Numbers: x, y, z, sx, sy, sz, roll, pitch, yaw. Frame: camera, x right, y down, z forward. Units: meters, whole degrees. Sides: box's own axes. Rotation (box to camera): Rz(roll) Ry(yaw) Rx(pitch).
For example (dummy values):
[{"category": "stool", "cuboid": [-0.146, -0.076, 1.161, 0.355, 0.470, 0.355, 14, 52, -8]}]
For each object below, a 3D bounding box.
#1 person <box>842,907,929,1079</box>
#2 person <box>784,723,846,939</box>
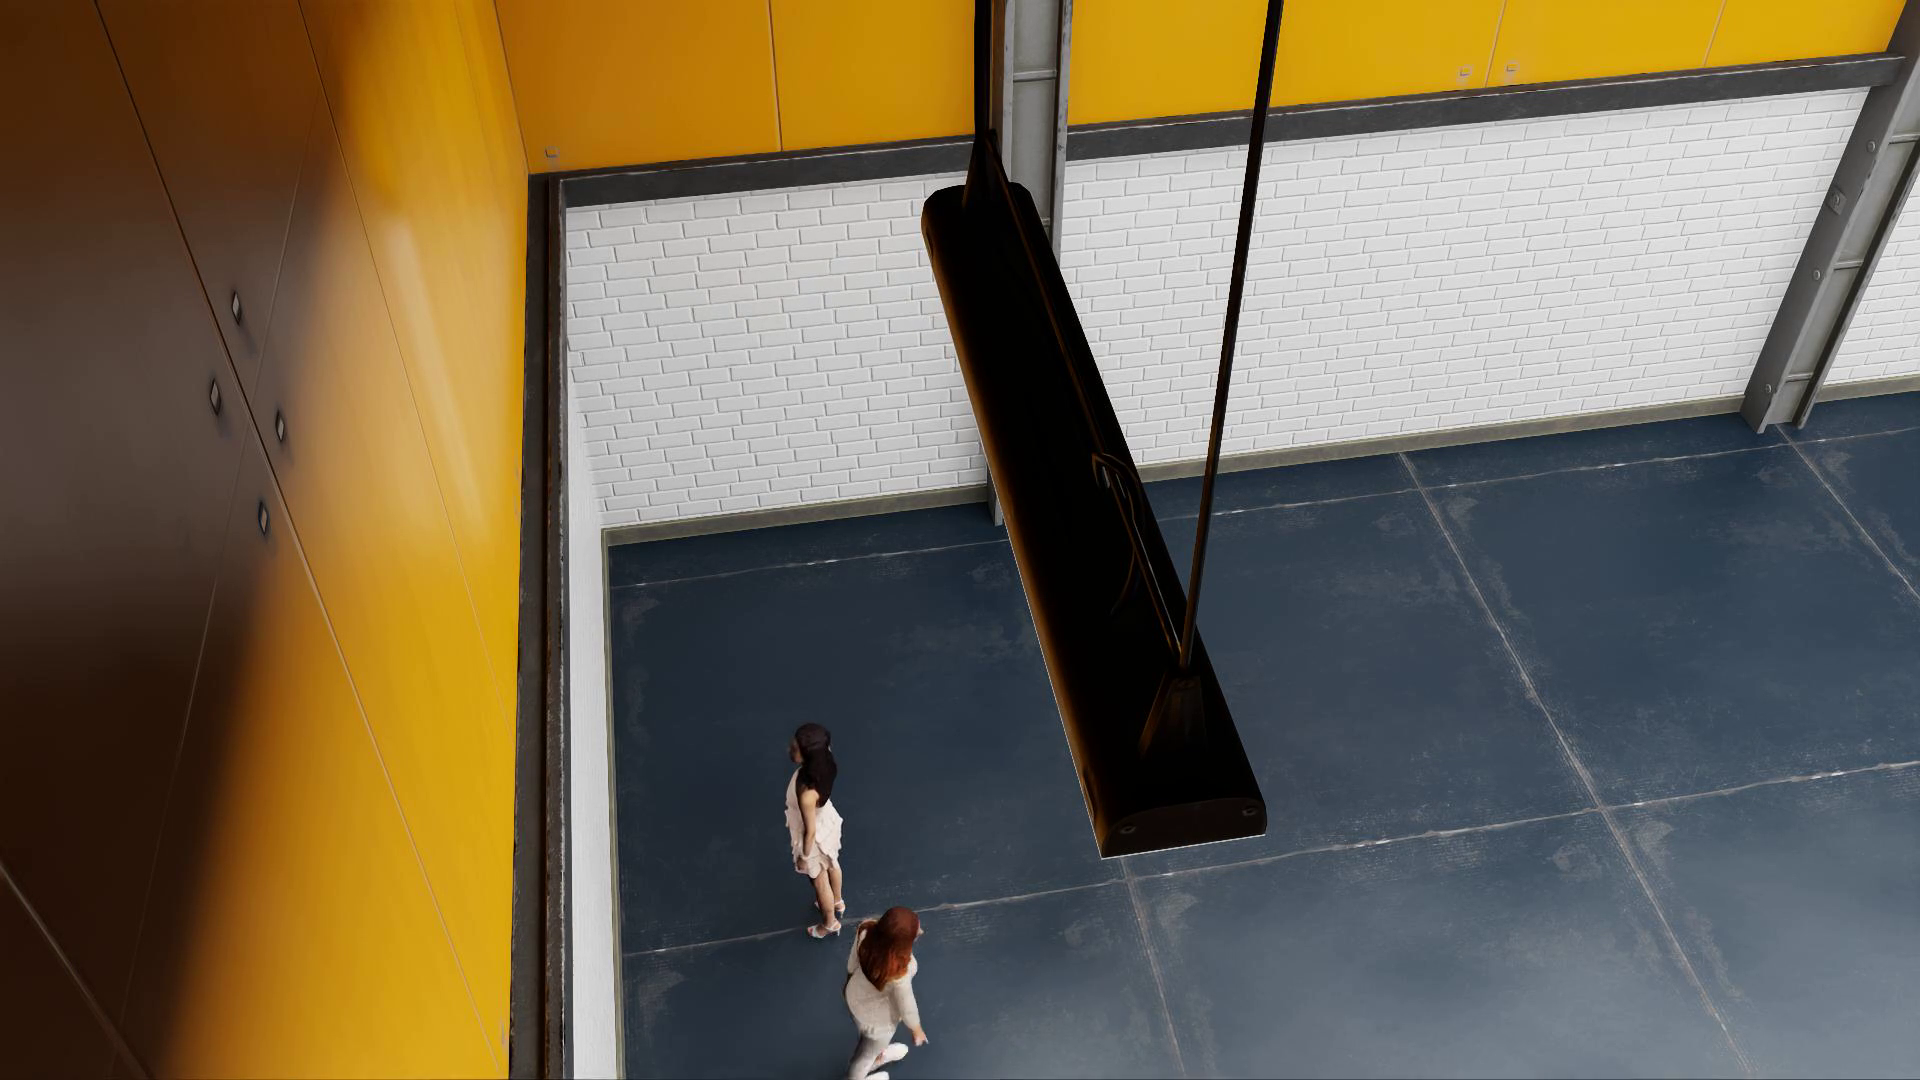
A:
[{"category": "person", "cuboid": [-0.481, 2.347, 8.315, 0.747, 1.654, 0.692, -25, 49, -24]}, {"category": "person", "cuboid": [-0.775, 1.596, 9.045, 0.644, 1.736, 0.653, 9, 44, 9]}]
